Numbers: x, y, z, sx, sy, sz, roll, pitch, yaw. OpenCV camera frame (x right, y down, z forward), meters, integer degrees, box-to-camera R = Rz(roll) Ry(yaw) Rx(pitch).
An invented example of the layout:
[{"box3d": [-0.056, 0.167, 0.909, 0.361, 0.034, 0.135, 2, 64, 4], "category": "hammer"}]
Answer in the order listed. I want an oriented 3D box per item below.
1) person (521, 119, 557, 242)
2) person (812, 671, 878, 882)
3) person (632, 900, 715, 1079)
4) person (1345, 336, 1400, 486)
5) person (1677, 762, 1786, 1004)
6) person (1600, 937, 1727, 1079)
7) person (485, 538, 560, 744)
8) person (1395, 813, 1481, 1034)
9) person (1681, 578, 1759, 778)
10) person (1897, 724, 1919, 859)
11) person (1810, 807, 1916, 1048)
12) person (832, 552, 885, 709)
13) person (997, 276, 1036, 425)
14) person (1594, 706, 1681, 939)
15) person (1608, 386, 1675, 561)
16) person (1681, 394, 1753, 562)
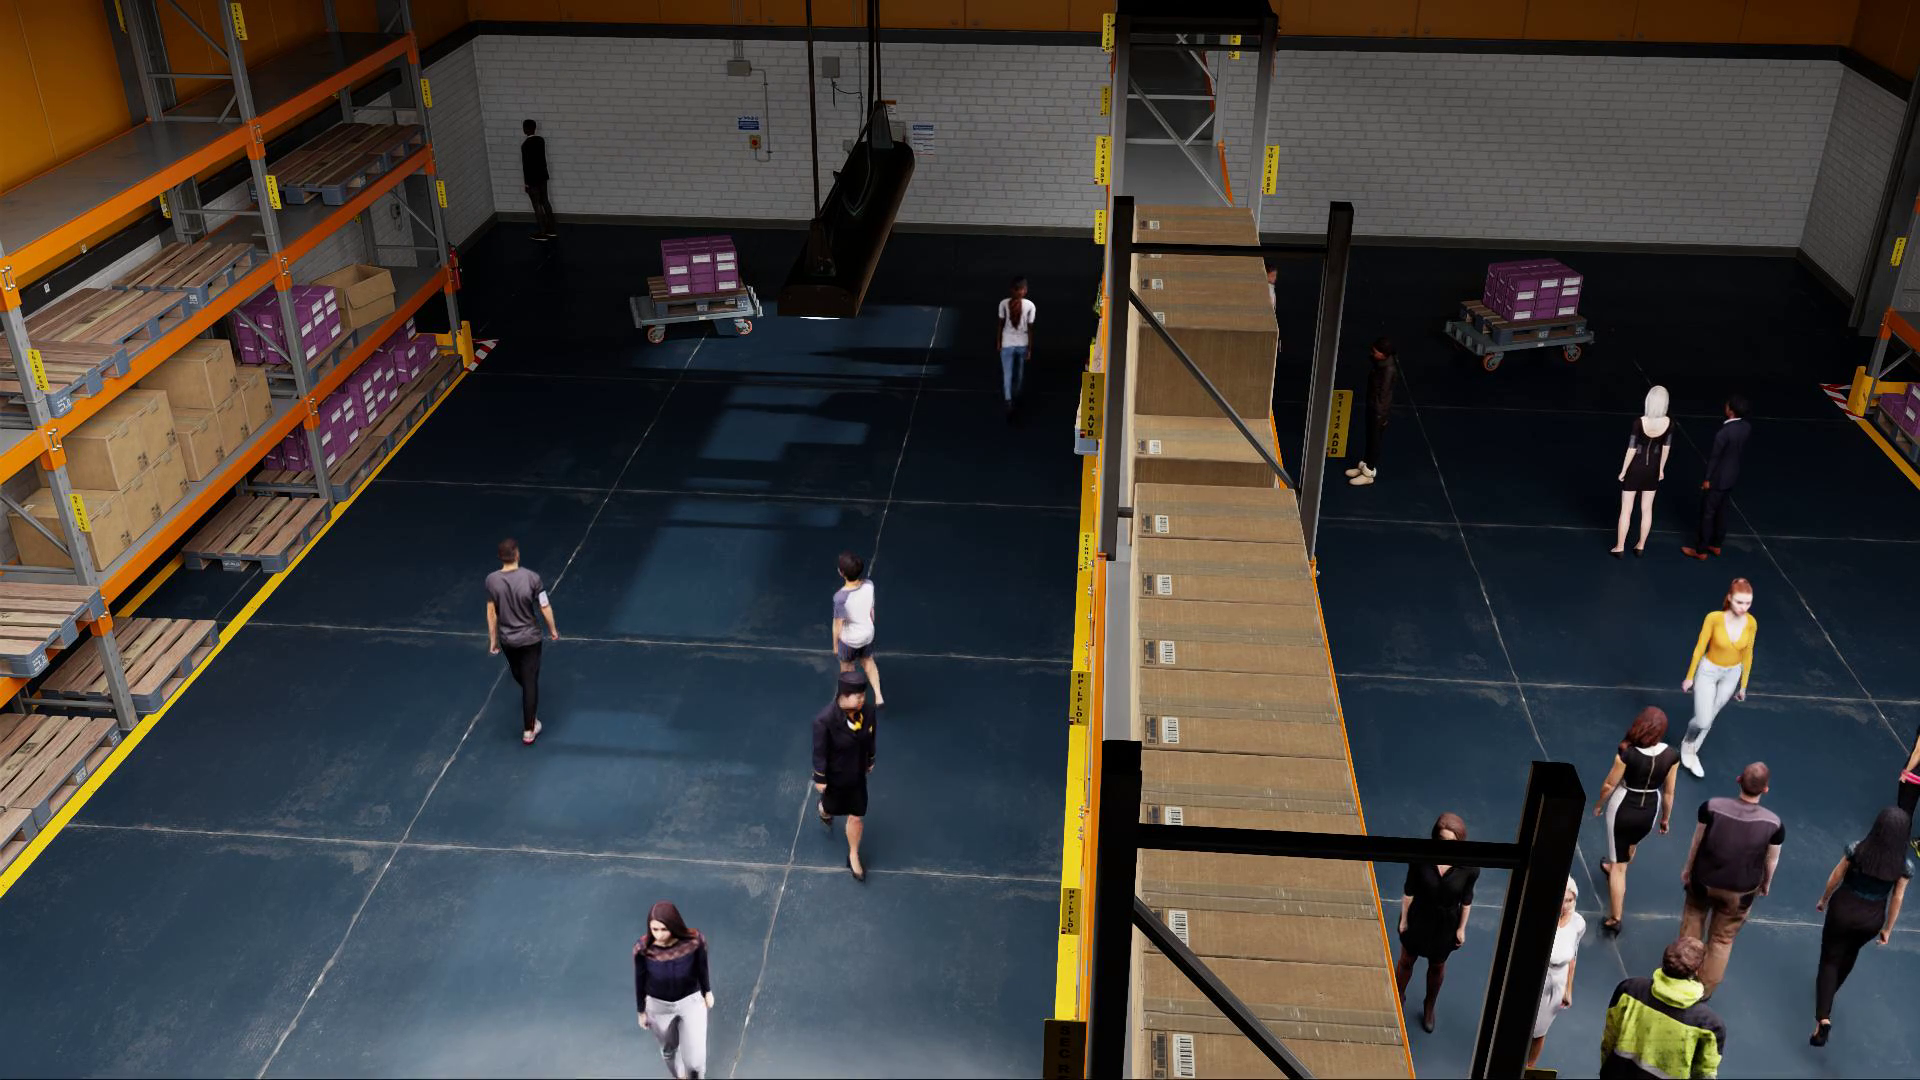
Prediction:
[{"box3d": [-6.350, -5.416, 24.985, 0.768, 1.798, 0.583, 11, 30, 19], "category": "person"}, {"box3d": [-0.884, 1.666, 12.160, 1.026, 1.646, 1.149, -14, 32, -24], "category": "person"}, {"box3d": [-1.731, 2.807, 10.124, 0.669, 1.592, 0.697, -4, 29, -6], "category": "person"}, {"box3d": [4.475, -1.395, 17.756, 0.663, 1.661, 0.607, 15, 32, 26], "category": "person"}, {"box3d": [4.977, 2.268, 10.868, 0.811, 1.826, 0.835, 16, 33, 27], "category": "person"}, {"box3d": [3.832, 3.056, 9.277, 1.033, 1.966, 1.112, 22, 35, 34], "category": "person"}, {"box3d": [-3.605, 0.858, 13.564, 0.744, 1.720, 1.136, -1, 29, -1], "category": "person"}, {"box3d": [3.024, 2.446, 10.666, 0.623, 1.706, 0.557, 8, 30, 14], "category": "person"}, {"box3d": [5.963, 1.050, 13.189, 0.636, 1.742, 0.623, 0, 29, 0], "category": "person"}, {"box3d": [7.134, 1.686, 12.223, 0.572, 1.551, 0.539, -2, 29, -3], "category": "person"}, {"box3d": [5.694, 2.480, 10.603, 0.824, 1.708, 1.107, 10, 30, 17], "category": "person"}, {"box3d": [-0.828, 0.806, 13.831, 0.771, 1.556, 0.833, -21, 35, -33], "category": "person"}, {"box3d": [0.634, -2.172, 19.154, 0.622, 1.687, 1.065, 1, 29, 2], "category": "person"}, {"box3d": [4.646, 1.977, 11.460, 0.645, 1.770, 1.004, 1, 29, 2], "category": "person"}, {"box3d": [6.657, -0.658, 16.228, 0.614, 1.831, 0.536, -1, 29, -2], "category": "person"}, {"box3d": [7.453, -0.613, 16.257, 0.706, 1.724, 0.730, -16, 32, -27], "category": "person"}]
